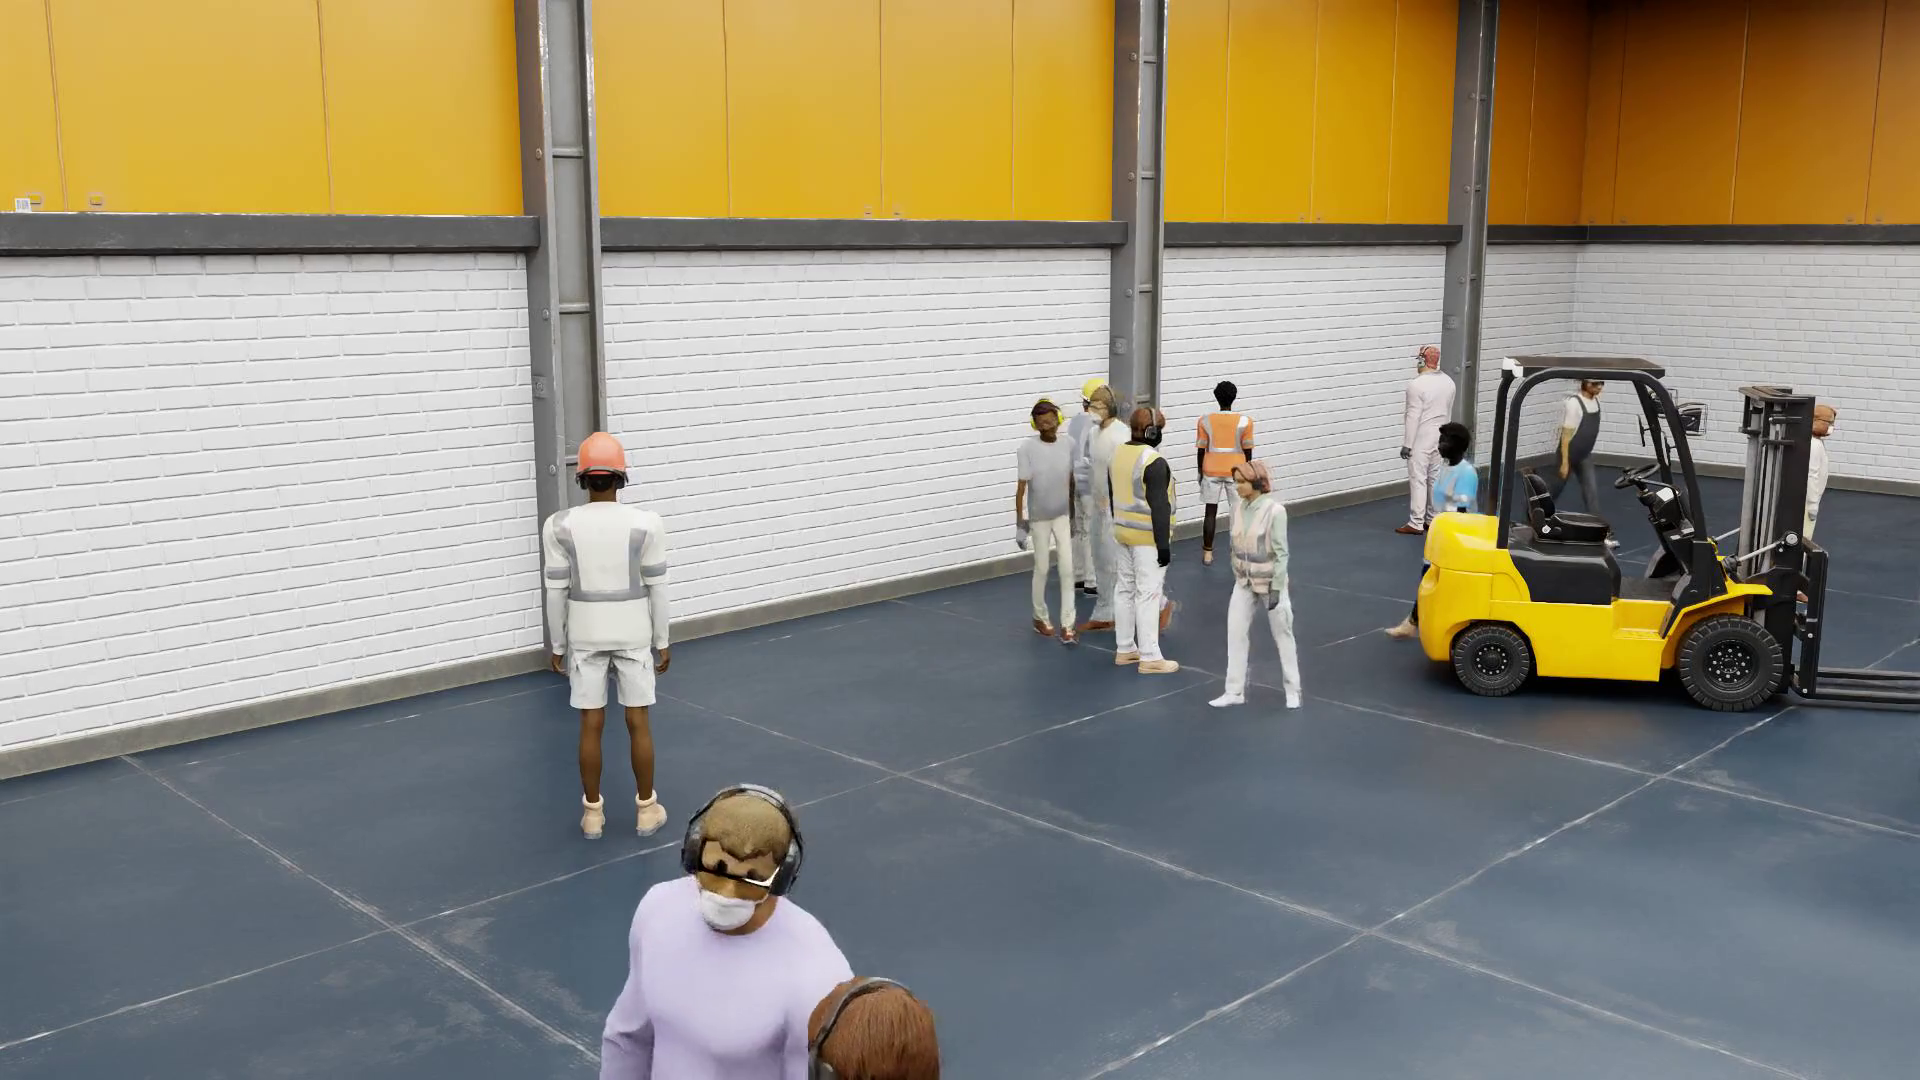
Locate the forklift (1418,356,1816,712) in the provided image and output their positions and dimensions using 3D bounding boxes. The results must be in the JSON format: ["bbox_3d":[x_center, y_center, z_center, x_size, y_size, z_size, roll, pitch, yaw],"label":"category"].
[{"bbox_3d":[4.276,-0.101,11.076,2.313,2.155,1.214,2,11,13],"label":"forklift"}]

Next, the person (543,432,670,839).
[{"bbox_3d":[-1.747,0.481,8.304,0.605,2.048,0.369,-1,10,-6],"label":"person"}]

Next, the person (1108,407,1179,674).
[{"bbox_3d":[1.278,-0.003,11.514,0.429,1.842,0.621,-5,12,-26],"label":"person"}]

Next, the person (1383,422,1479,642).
[{"bbox_3d":[3.621,-0.040,12.225,0.865,1.651,0.539,-2,11,-9],"label":"person"}]

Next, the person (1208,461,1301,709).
[{"bbox_3d":[1.932,0.287,10.587,0.594,1.603,0.531,-7,13,-35],"label":"person"}]

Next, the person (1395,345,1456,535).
[{"bbox_3d":[4.681,-1.006,16.794,0.651,1.907,0.409,-8,13,-36],"label":"person"}]

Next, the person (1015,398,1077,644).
[{"bbox_3d":[0.664,-0.134,12.254,0.554,1.822,0.795,-3,11,-18],"label":"person"}]

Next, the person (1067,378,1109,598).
[{"bbox_3d":[1.110,-0.439,13.909,0.403,1.830,0.600,-4,11,-20],"label":"person"}]

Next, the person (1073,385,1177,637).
[{"bbox_3d":[1.241,-0.210,12.468,0.680,1.919,0.640,-1,10,-6],"label":"person"}]

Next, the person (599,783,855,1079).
[{"bbox_3d":[-0.501,1.412,3.593,0.731,1.912,0.612,10,14,42],"label":"person"}]

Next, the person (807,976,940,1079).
[{"bbox_3d":[-0.122,1.620,2.778,0.471,1.806,0.642,5,12,25],"label":"person"}]

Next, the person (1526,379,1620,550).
[{"bbox_3d":[5.912,-0.798,16.036,0.517,1.781,1.042,-7,13,-34],"label":"person"}]

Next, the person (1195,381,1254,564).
[{"bbox_3d":[2.419,-0.609,15.227,0.533,1.695,0.321,3,11,16],"label":"person"}]

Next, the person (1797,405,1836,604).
[{"bbox_3d":[6.994,-0.300,13.690,0.278,1.633,0.498,4,11,22],"label":"person"}]
